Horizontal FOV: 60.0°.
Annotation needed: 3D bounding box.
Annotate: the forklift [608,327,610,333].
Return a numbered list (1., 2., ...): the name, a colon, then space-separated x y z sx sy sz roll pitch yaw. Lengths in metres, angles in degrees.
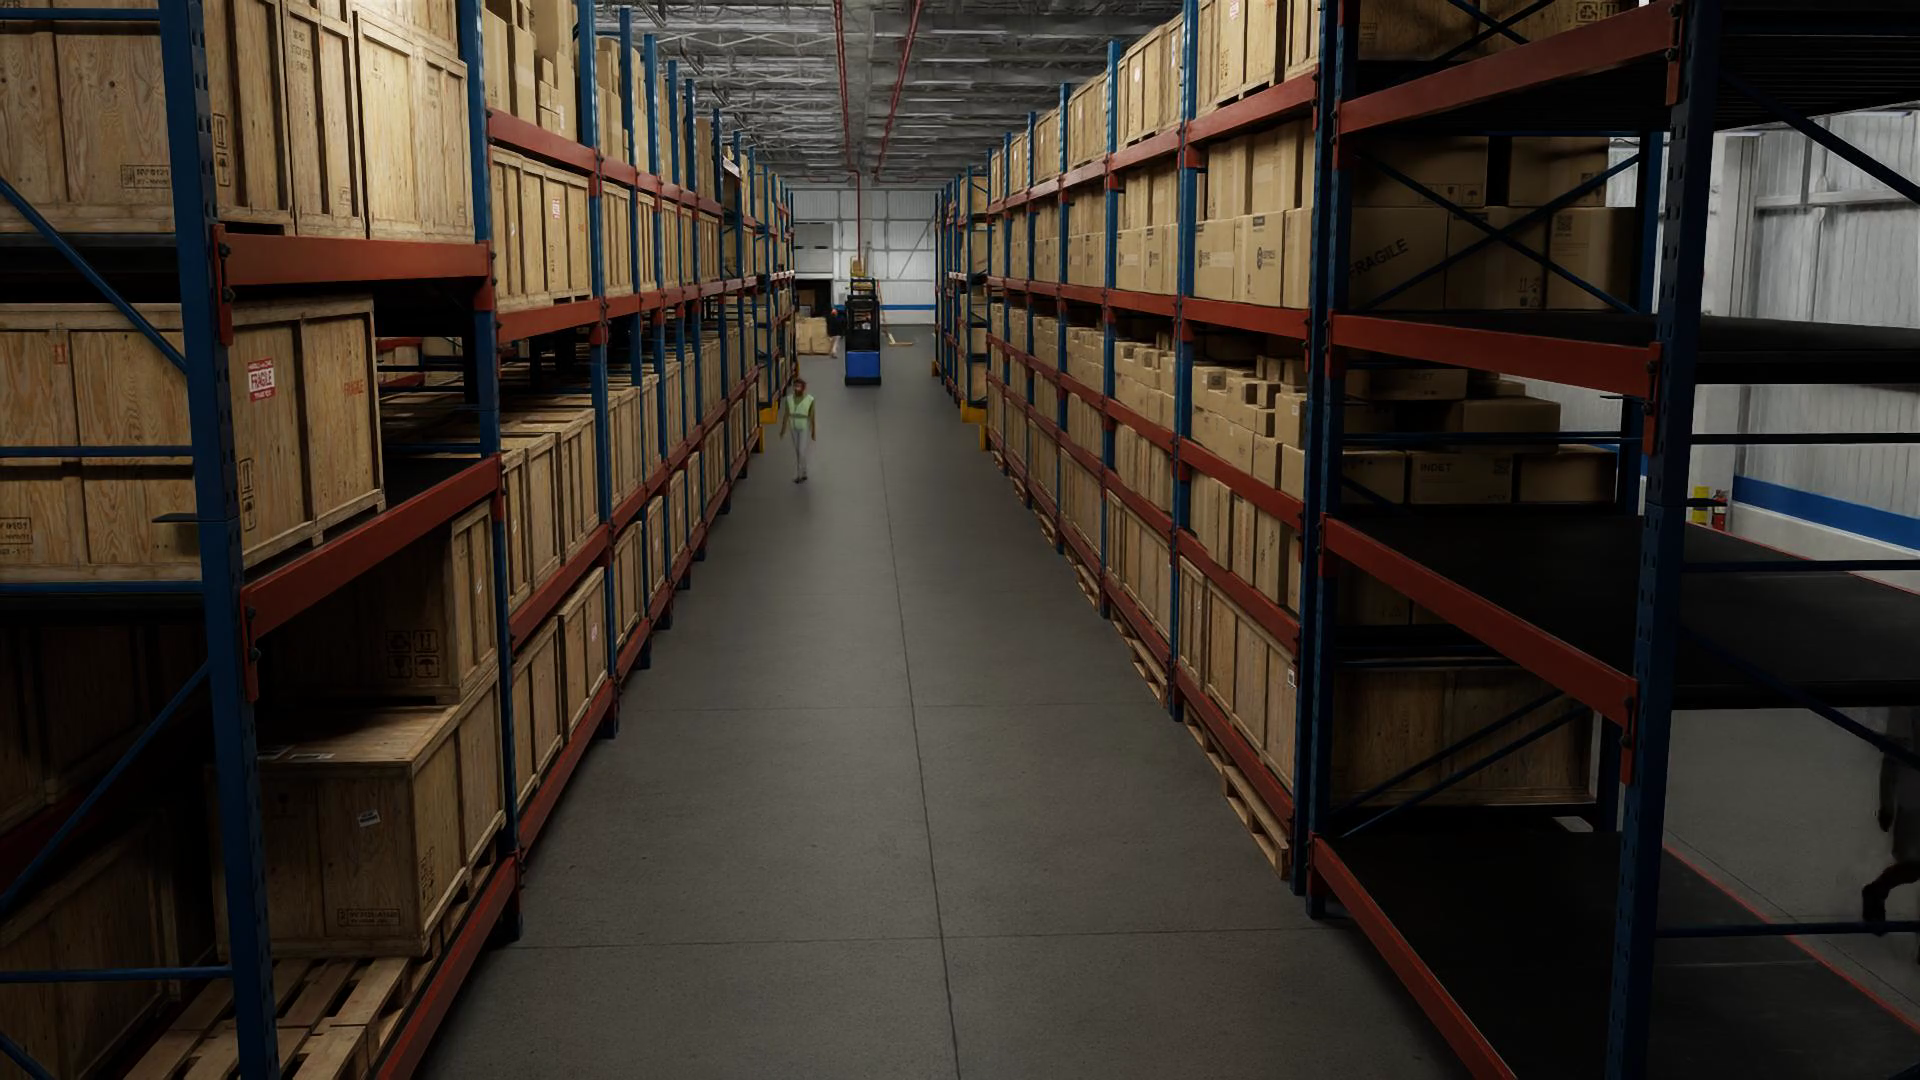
1. forklift: -10.144 -5.803 49.133 1.129 2.768 1.873 4 10 24

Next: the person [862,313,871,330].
1. person: -3.425 -7.530 62.260 0.358 1.938 0.542 6 11 33

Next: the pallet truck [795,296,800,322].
1. pallet truck: -8.622 -12.439 91.403 1.885 1.965 0.823 2 10 13

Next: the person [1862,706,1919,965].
1. person: 5.267 1.388 9.063 0.543 1.920 0.587 0 10 2

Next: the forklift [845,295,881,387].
1. forklift: -3.013 -6.189 51.438 1.129 2.768 1.873 -1 10 -4

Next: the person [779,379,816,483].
1. person: -2.845 -1.889 28.937 0.574 1.814 0.841 5 11 27

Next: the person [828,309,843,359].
1. person: -4.960 -8.141 65.775 0.628 1.981 0.647 4 10 23
